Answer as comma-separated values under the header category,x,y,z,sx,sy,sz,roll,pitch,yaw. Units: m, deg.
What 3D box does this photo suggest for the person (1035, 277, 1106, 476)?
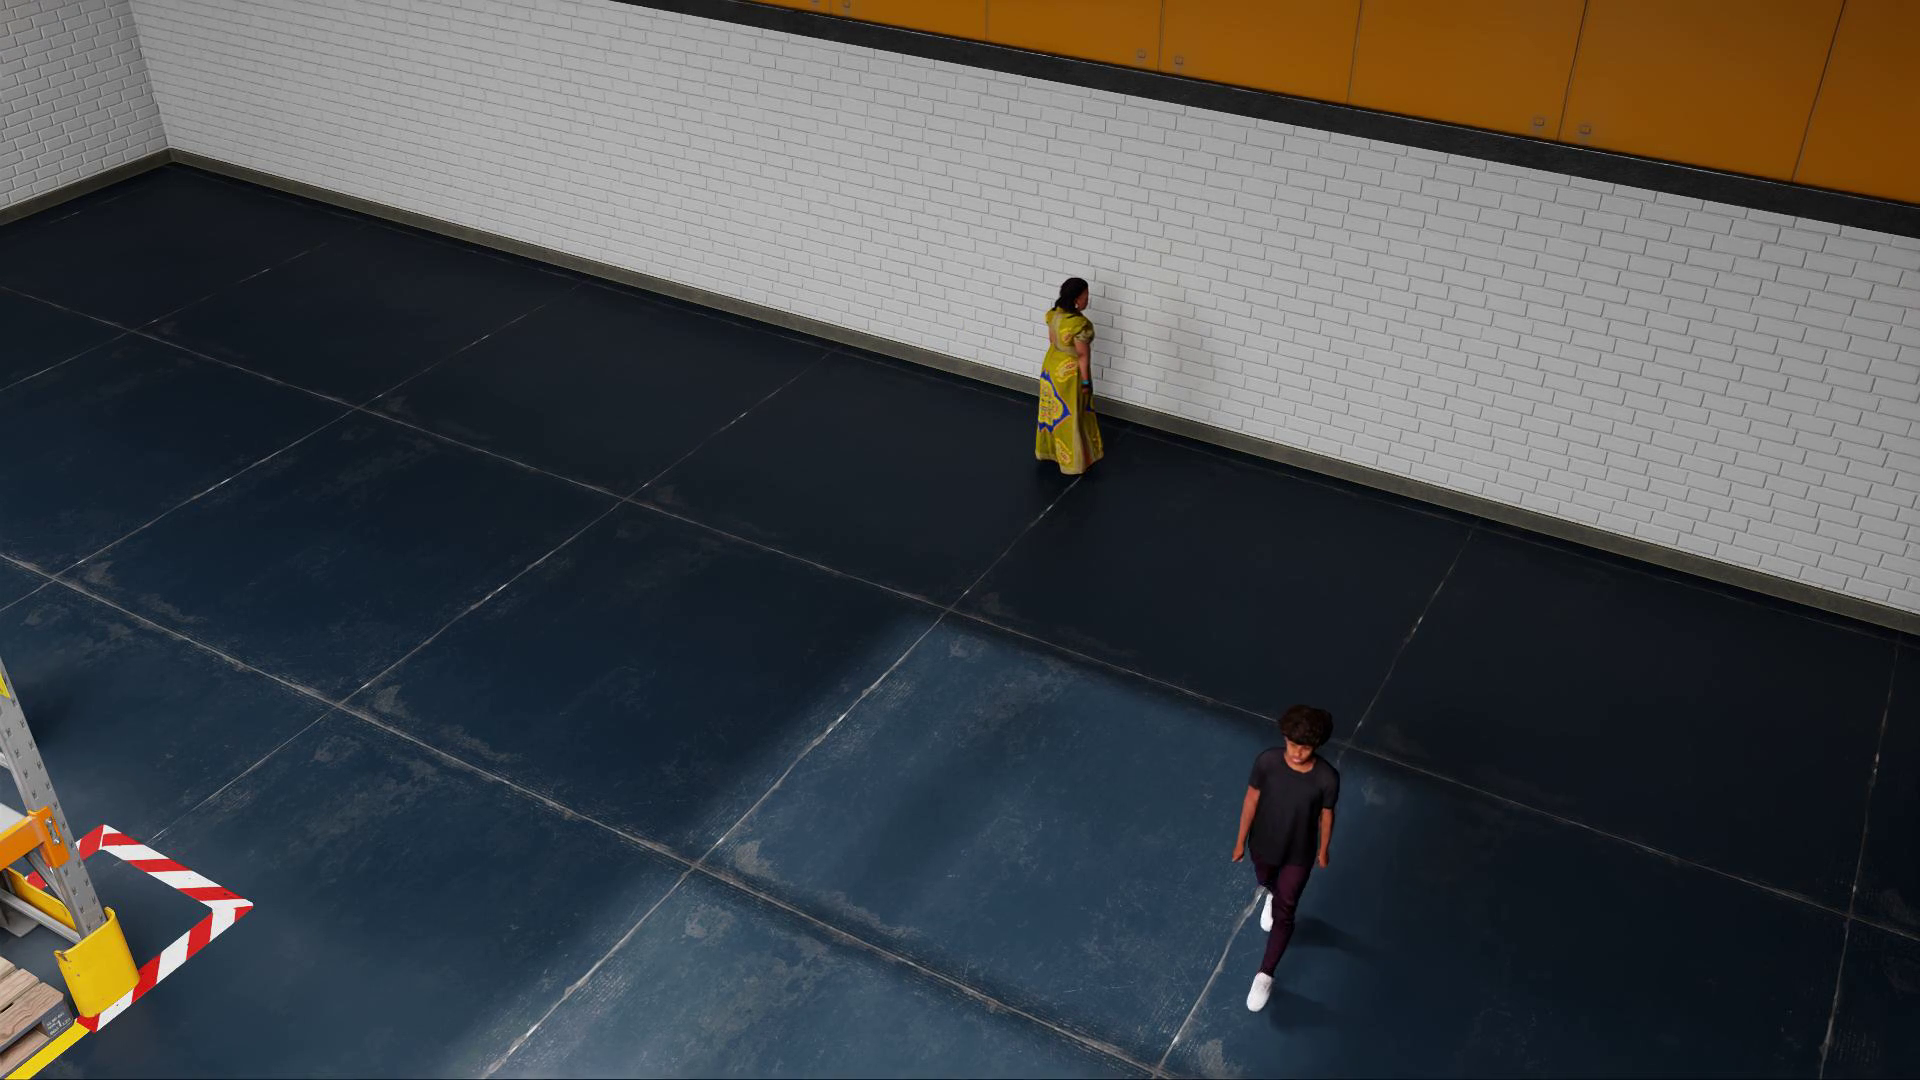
category,x,y,z,sx,sy,sz,roll,pitch,yaw
person,0.862,-1.322,13.303,1.000,1.658,0.997,-19,38,-26

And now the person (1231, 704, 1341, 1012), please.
category,x,y,z,sx,sy,sz,roll,pitch,yaw
person,1.747,1.555,8.895,0.651,1.746,1.098,15,37,22
